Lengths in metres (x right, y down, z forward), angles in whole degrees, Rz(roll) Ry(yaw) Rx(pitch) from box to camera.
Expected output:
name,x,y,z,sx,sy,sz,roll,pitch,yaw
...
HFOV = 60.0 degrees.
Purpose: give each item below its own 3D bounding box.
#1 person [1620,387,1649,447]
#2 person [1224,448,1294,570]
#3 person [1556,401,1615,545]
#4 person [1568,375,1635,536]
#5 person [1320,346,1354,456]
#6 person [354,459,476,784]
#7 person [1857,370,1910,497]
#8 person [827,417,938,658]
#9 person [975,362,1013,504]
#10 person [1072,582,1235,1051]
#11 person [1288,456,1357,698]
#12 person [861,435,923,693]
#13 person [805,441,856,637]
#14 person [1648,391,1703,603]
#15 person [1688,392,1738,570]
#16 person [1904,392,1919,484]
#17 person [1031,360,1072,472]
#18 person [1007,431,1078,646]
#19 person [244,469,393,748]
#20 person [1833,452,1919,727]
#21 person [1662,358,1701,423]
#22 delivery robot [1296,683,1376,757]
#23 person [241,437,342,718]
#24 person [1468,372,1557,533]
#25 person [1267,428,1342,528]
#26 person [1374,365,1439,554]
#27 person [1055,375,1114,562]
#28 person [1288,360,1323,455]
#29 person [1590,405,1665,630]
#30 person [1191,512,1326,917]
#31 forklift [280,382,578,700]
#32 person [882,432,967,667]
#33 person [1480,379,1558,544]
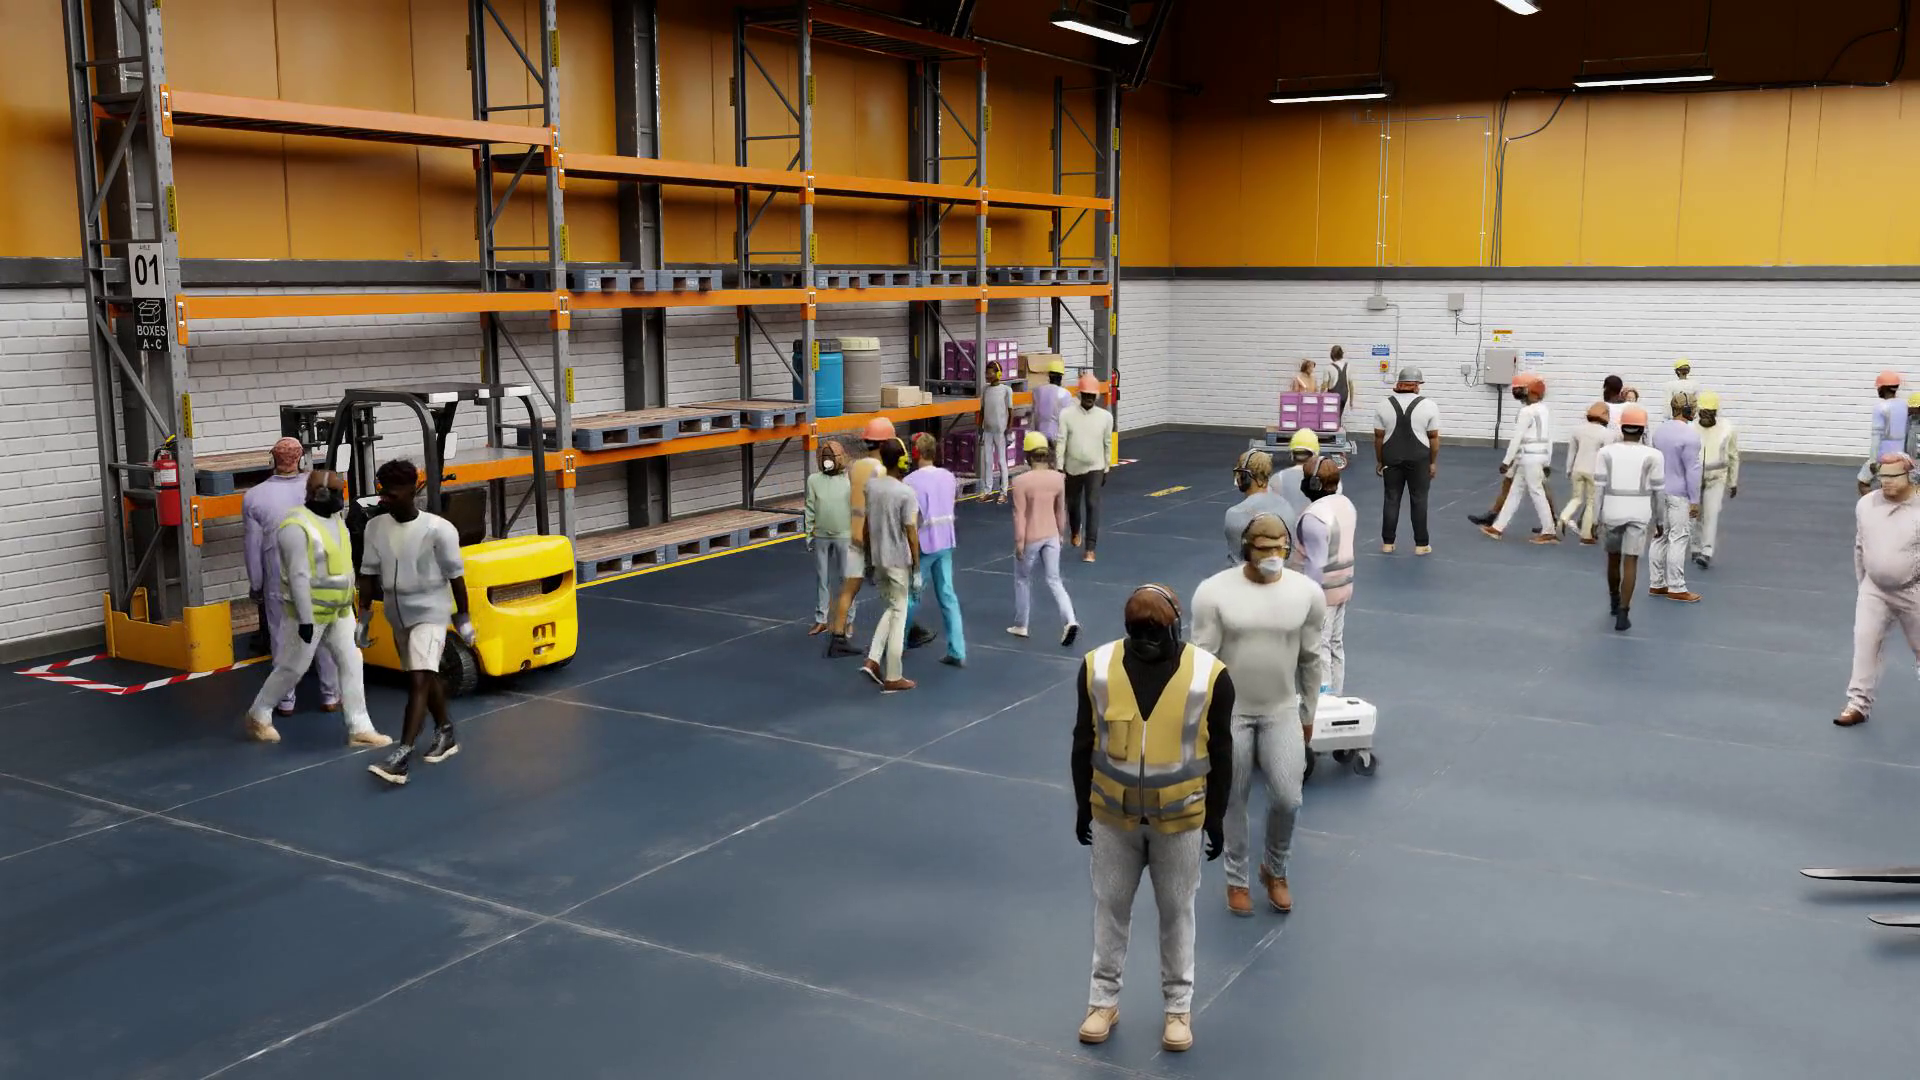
name,x,y,z,sx,sy,sz,roll,pitch,yaw
person,8.234,-1.090,20.580,0.531,1.619,0.676,1,9,7
person,1.809,0.400,10.294,0.362,1.939,0.636,8,12,41
person,6.874,-0.722,18.301,0.540,1.608,0.547,-7,11,-37
person,7.333,-0.915,18.730,0.601,1.865,0.987,-2,9,-15
person,6.205,-2.322,27.698,0.536,1.804,0.920,-3,10,-18
person,-3.300,0.472,9.913,0.613,1.906,0.994,3,10,19
person,10.461,-0.960,18.832,0.559,1.921,0.386,-3,10,-18
person,-0.642,-0.026,13.128,0.996,1.884,0.547,-8,12,-41
person,0.451,-1.402,21.770,0.535,1.865,0.312,6,11,32
person,0.737,1.067,6.465,0.623,1.836,0.430,2,9,14
person,2.307,0.377,10.746,0.430,1.845,0.619,6,11,32
person,-0.464,0.178,11.919,0.546,1.860,0.380,9,13,44
person,-1.051,-0.010,13.806,0.500,1.633,0.280,2,9,14
person,6.587,-0.398,15.280,0.372,1.940,0.632,-2,9,-11
person,7.612,-0.610,17.040,0.621,1.791,0.906,5,10,29
person,10.925,-0.839,18.798,0.706,1.705,0.496,-4,10,-24
person,1.145,-1.345,21.289,0.623,1.902,0.559,6,11,34
person,0.680,-0.014,13.534,0.532,1.736,0.826,-5,11,-30
person,-4.125,0.436,10.561,0.951,1.787,0.618,2,9,15
person,6.327,0.315,11.134,0.989,1.851,0.660,-7,11,-36
person,10.628,-1.794,24.539,0.523,1.764,0.325,0,9,1
delivery robot,2.126,1.093,9.988,0.707,0.478,0.477,-2,9,-14
person,-4.513,0.251,11.321,0.636,1.911,0.405,-4,10,-23
person,6.498,-1.004,19.287,1.038,1.871,0.550,2,9,10
person,2.667,0.039,12.941,0.609,1.815,0.641,4,10,25
person,4.818,-0.870,17.909,0.675,2.000,0.537,5,10,27
person,1.323,-0.790,17.667,0.608,1.961,0.887,1,9,8
person,5.715,-2.164,27.417,0.503,1.585,0.868,-7,12,-39
person,5.756,-0.215,14.308,0.572,1.879,1.002,5,10,29
person,1.370,0.821,7.724,0.643,1.922,0.464,0,9,2
forklift,-3.974,-0.067,12.417,2.313,2.155,1.214,5,11,30
person,-0.276,0.069,12.829,0.578,1.793,0.899,-9,13,-44
person,6.328,-0.885,18.625,0.882,1.832,0.561,5,11,31
